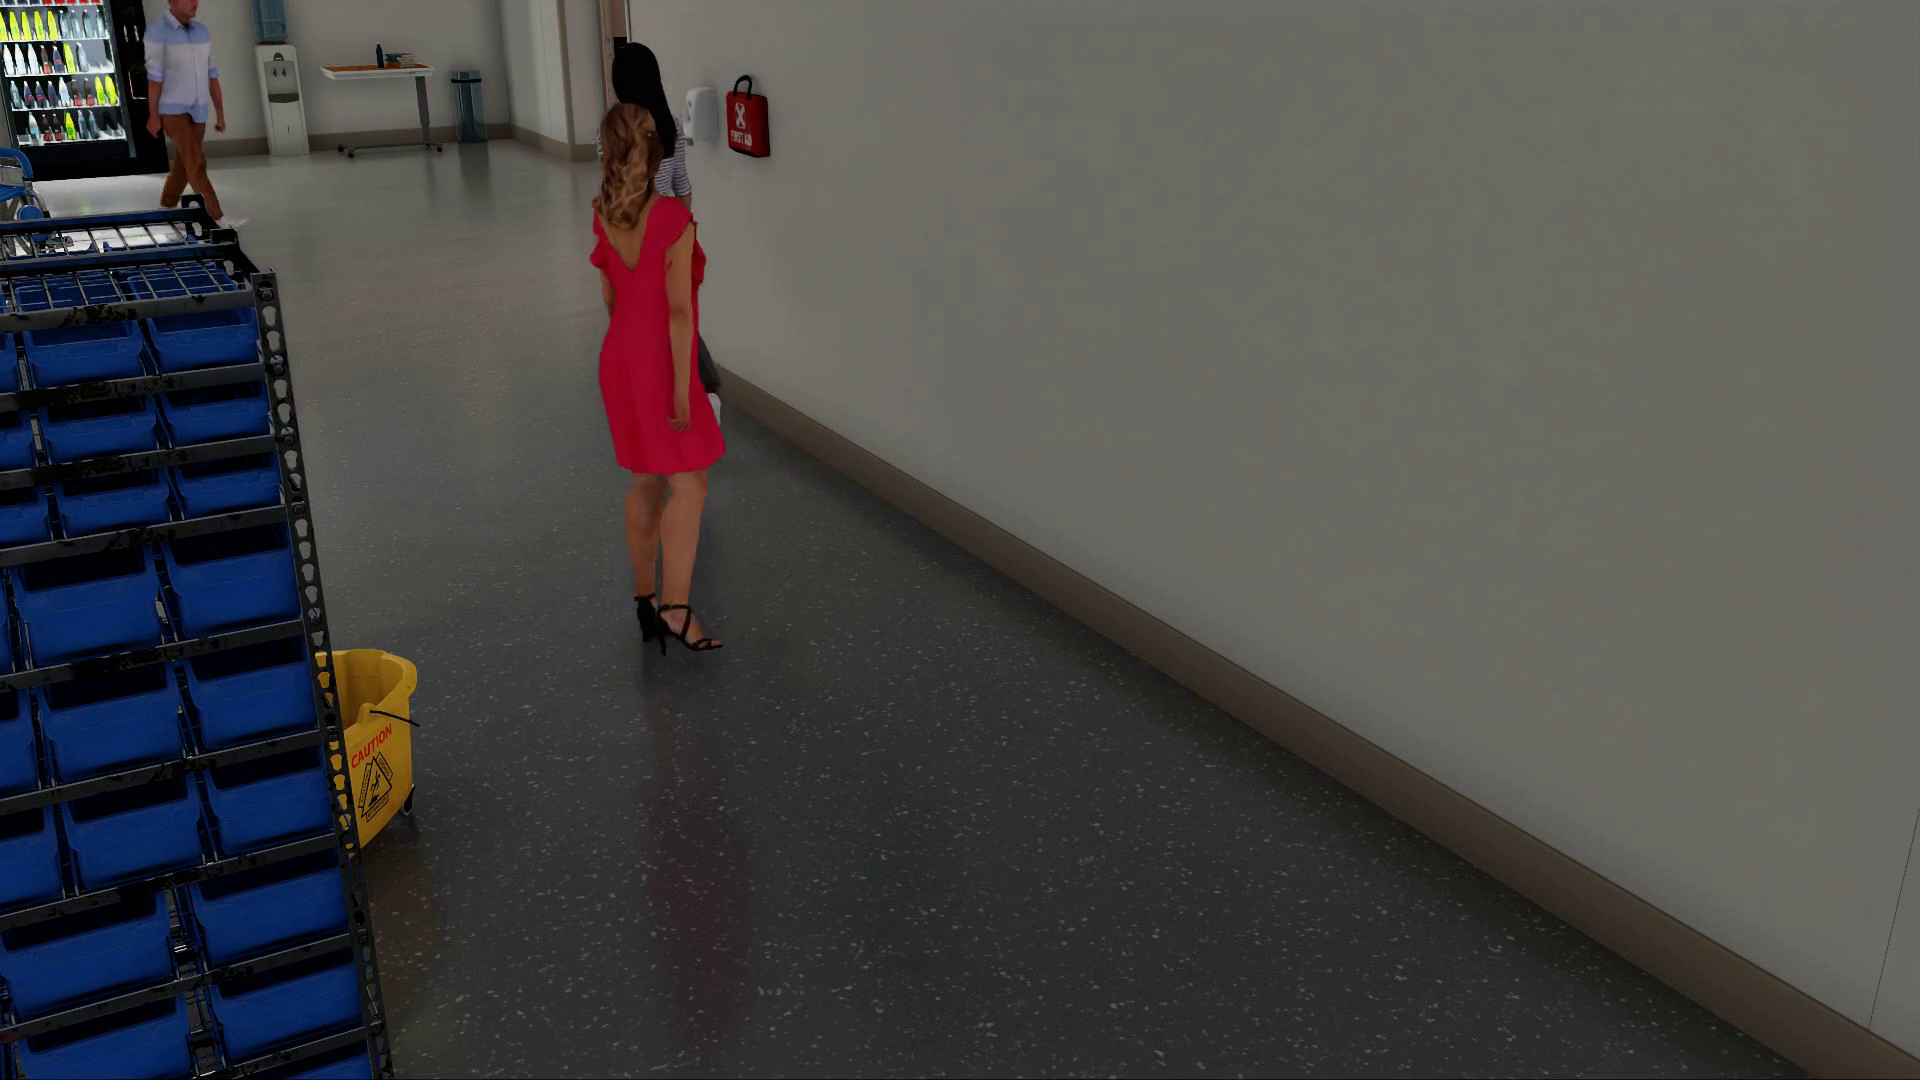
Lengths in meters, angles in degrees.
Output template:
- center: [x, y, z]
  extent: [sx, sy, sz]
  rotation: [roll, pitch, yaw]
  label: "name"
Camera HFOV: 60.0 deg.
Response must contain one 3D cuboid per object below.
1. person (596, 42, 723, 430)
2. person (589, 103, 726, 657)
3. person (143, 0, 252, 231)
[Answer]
- center: [-1.294, -1.220, 7.128]
  extent: [0.951, 1.716, 0.736]
  rotation: [-15, 25, -34]
  label: "person"
- center: [-0.974, -0.467, 5.180]
  extent: [0.782, 1.686, 0.813]
  rotation: [-16, 26, -37]
  label: "person"
- center: [-5.647, -3.075, 11.933]
  extent: [1.231, 1.781, 1.222]
  rotation: [10, 23, 24]
  label: "person"
